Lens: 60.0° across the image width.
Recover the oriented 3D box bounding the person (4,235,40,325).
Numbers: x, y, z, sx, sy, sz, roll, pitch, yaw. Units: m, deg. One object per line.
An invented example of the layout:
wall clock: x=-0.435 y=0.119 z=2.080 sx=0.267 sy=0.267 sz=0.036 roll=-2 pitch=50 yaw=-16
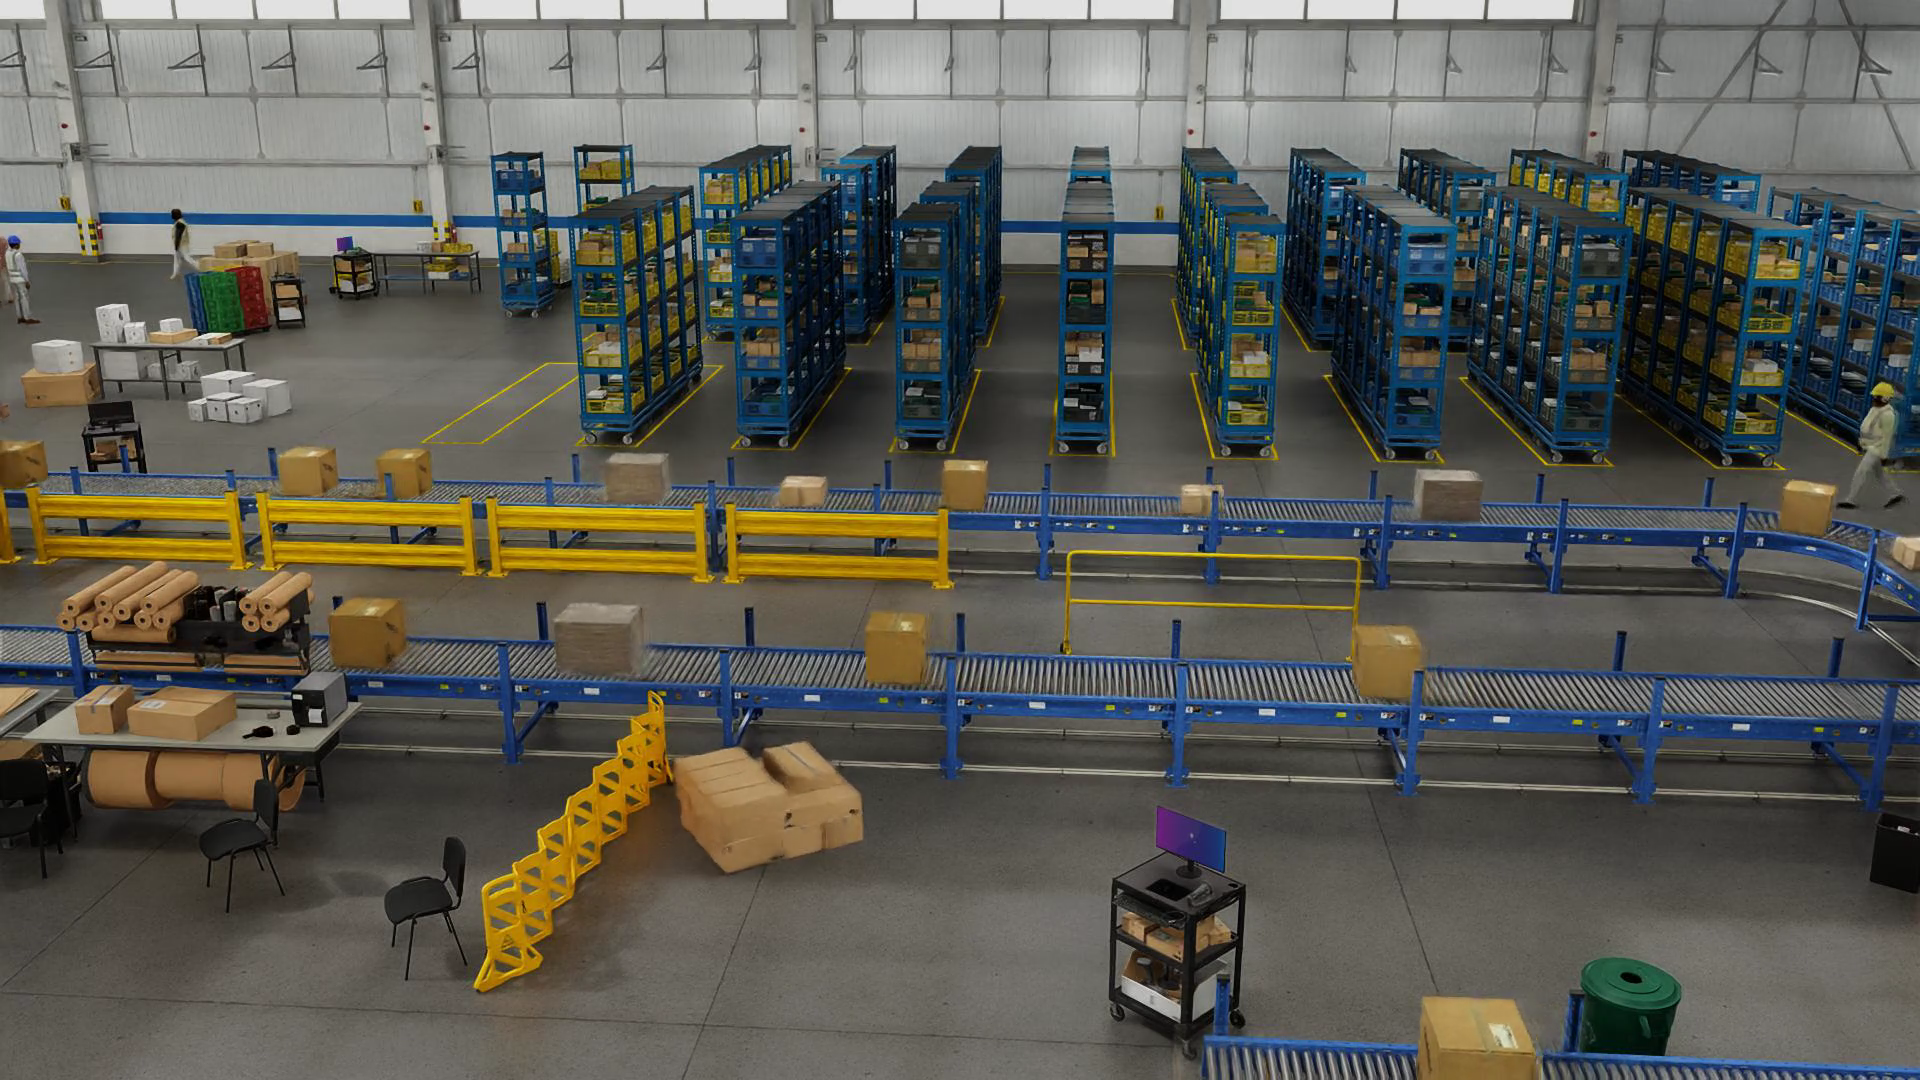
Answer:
person: x=-20.611 y=-5.698 z=36.446 sx=0.605 sy=1.951 sz=0.381 roll=11 pitch=20 yaw=30

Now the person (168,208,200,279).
person: x=-19.970 y=-7.619 z=42.773 sx=0.895 sy=1.815 sz=0.617 roll=-9 pitch=20 yaw=-27

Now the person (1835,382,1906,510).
person: x=12.549 y=-1.275 z=22.666 sx=0.886 sy=1.804 sz=0.580 roll=5 pitch=18 yaw=15

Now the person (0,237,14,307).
person: x=-22.386 y=-6.403 z=38.667 sx=0.624 sy=1.967 sz=0.867 roll=-4 pitch=18 yaw=-14
